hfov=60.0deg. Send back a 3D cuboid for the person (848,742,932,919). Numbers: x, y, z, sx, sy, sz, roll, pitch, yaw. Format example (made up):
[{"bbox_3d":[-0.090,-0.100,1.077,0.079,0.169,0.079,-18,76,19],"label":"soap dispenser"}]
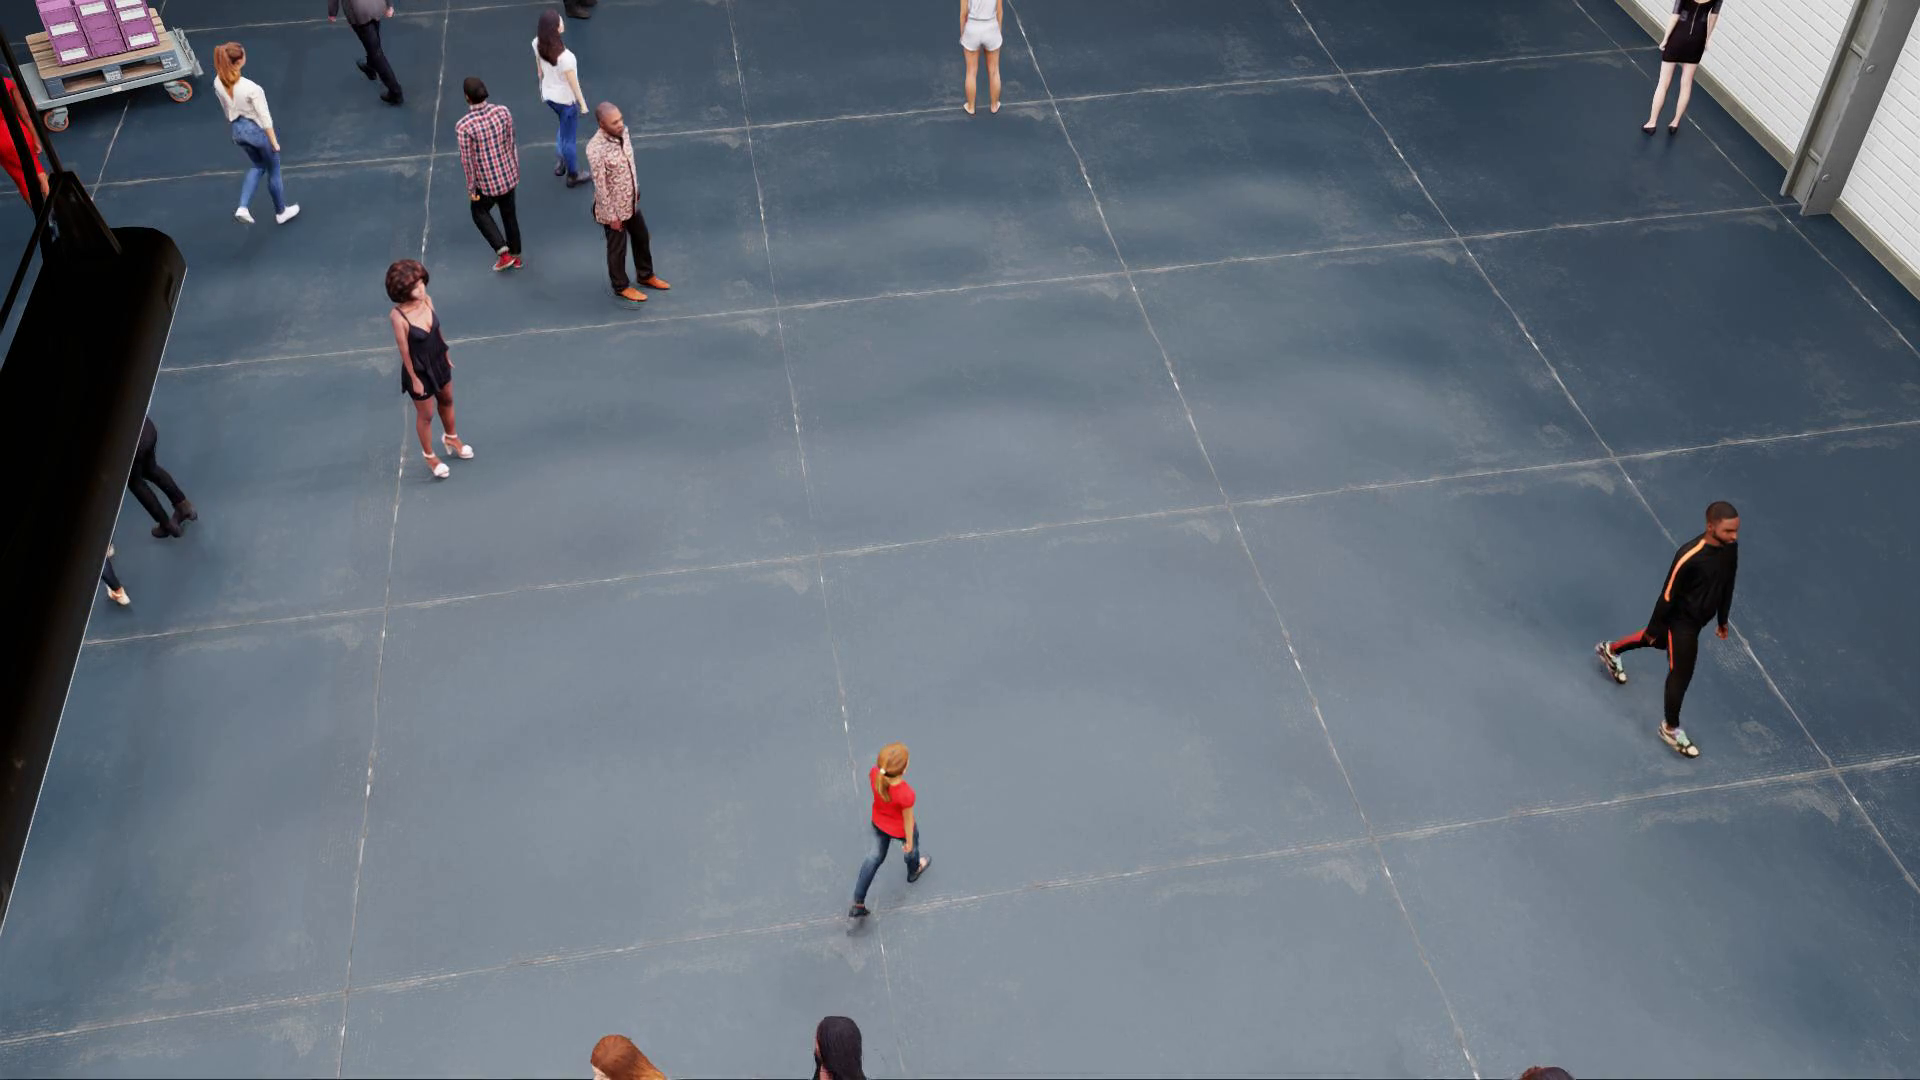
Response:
[{"bbox_3d":[-0.419,1.611,9.192,0.852,1.285,0.901,27,50,25],"label":"person"}]

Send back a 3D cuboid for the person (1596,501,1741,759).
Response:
[{"bbox_3d":[4.342,0.407,10.102,0.952,1.774,1.261,-25,49,-24],"label":"person"}]

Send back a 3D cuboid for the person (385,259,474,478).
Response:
[{"bbox_3d":[-3.786,-1.212,11.794,0.708,1.785,0.636,20,47,20],"label":"person"}]

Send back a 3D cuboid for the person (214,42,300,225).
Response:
[{"bbox_3d":[-6.045,-3.380,14.123,0.855,1.710,0.955,16,46,16],"label":"person"}]

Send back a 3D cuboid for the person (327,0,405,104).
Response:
[{"bbox_3d":[-5.588,-4.999,15.753,1.213,1.806,1.150,25,49,24],"label":"person"}]

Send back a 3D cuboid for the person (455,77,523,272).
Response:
[{"bbox_3d":[-3.795,-2.964,13.656,0.822,1.753,0.842,-34,53,-31],"label":"person"}]

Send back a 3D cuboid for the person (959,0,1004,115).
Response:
[{"bbox_3d":[0.203,-4.771,15.663,0.584,1.601,0.573,-3,44,-3],"label":"person"}]

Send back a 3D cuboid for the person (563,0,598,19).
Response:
[{"bbox_3d":[-4.090,-6.300,17.140,0.750,1.777,0.613,5,44,5],"label":"person"}]

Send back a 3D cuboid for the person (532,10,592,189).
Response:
[{"bbox_3d":[-3.567,-3.816,14.607,0.709,1.674,0.786,30,51,28],"label":"person"}]

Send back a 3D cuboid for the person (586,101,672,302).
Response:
[{"bbox_3d":[-2.798,-2.738,13.384,0.913,1.801,0.818,13,45,14],"label":"person"}]

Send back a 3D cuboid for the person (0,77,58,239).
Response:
[{"bbox_3d":[-7.956,-3.289,14.011,0.723,1.733,0.778,-32,52,-29],"label":"person"}]

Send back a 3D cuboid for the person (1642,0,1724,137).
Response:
[{"bbox_3d":[6.674,-4.571,15.288,0.625,1.830,0.591,6,44,6],"label":"person"}]

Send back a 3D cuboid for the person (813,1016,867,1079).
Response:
[{"bbox_3d":[-0.496,2.799,7.651,0.781,1.692,0.561,-21,47,-21],"label":"person"}]

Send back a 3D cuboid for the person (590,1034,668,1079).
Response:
[{"bbox_3d":[-1.407,2.703,7.754,0.797,1.688,0.858,33,52,29],"label":"person"}]
